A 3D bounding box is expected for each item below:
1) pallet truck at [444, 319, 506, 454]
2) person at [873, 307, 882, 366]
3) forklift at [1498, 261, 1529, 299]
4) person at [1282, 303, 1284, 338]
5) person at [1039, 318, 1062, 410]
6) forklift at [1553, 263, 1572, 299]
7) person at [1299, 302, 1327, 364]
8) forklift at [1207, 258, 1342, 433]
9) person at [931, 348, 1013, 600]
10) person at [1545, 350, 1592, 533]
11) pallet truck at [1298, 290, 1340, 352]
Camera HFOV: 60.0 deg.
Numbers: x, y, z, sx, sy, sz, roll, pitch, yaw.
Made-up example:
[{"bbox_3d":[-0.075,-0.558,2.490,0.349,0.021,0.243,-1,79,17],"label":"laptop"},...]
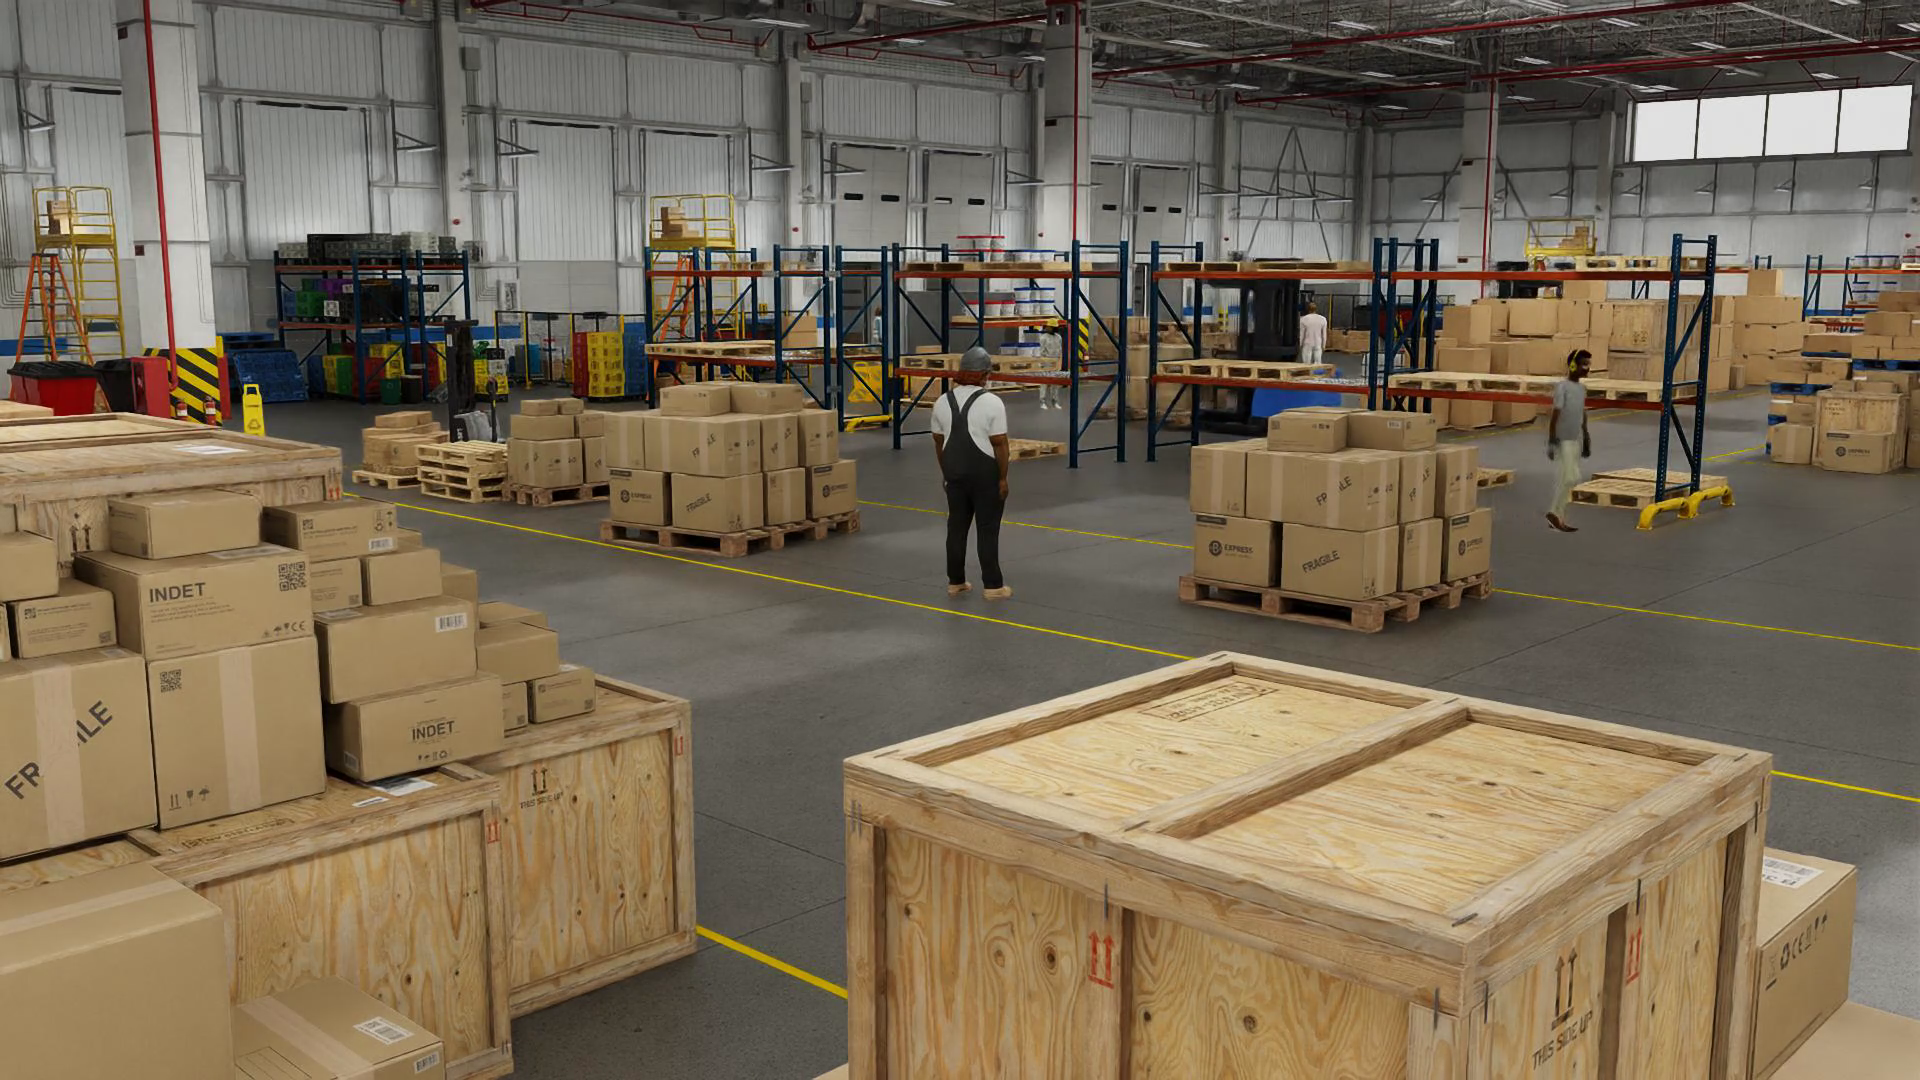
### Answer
[{"bbox_3d":[-6.981,-1.942,22.150,1.885,1.965,0.823,1,9,9],"label":"pallet truck"},{"bbox_3d":[-2.170,-5.388,44.413,0.314,1.631,0.525,-1,9,-7],"label":"person"},{"bbox_3d":[12.609,-4.985,38.106,1.873,2.768,1.129,9,13,43],"label":"forklift"},{"bbox_3d":[10.059,-6.538,51.239,0.538,1.700,0.317,5,10,26],"label":"person"},{"bbox_3d":[1.740,-3.333,31.488,0.488,1.736,0.321,-5,11,-30],"label":"person"},{"bbox_3d":[16.601,-6.261,45.929,1.873,2.768,1.129,2,10,15],"label":"forklift"},{"bbox_3d":[7.669,-4.211,36.256,0.629,1.936,0.373,0,9,-1],"label":"person"},{"bbox_3d":[5.076,-3.100,26.553,1.873,2.768,1.129,9,13,43],"label":"forklift"},{"bbox_3d":[0.141,-0.545,13.453,0.681,2.000,0.538,6,11,33],"label":"person"},{"bbox_3d":[6.143,-0.985,16.728,0.552,1.851,0.444,-8,12,-42],"label":"person"},{"bbox_3d":[11.297,-6.951,52.861,1.885,1.965,0.823,-5,11,-29],"label":"pallet truck"}]
